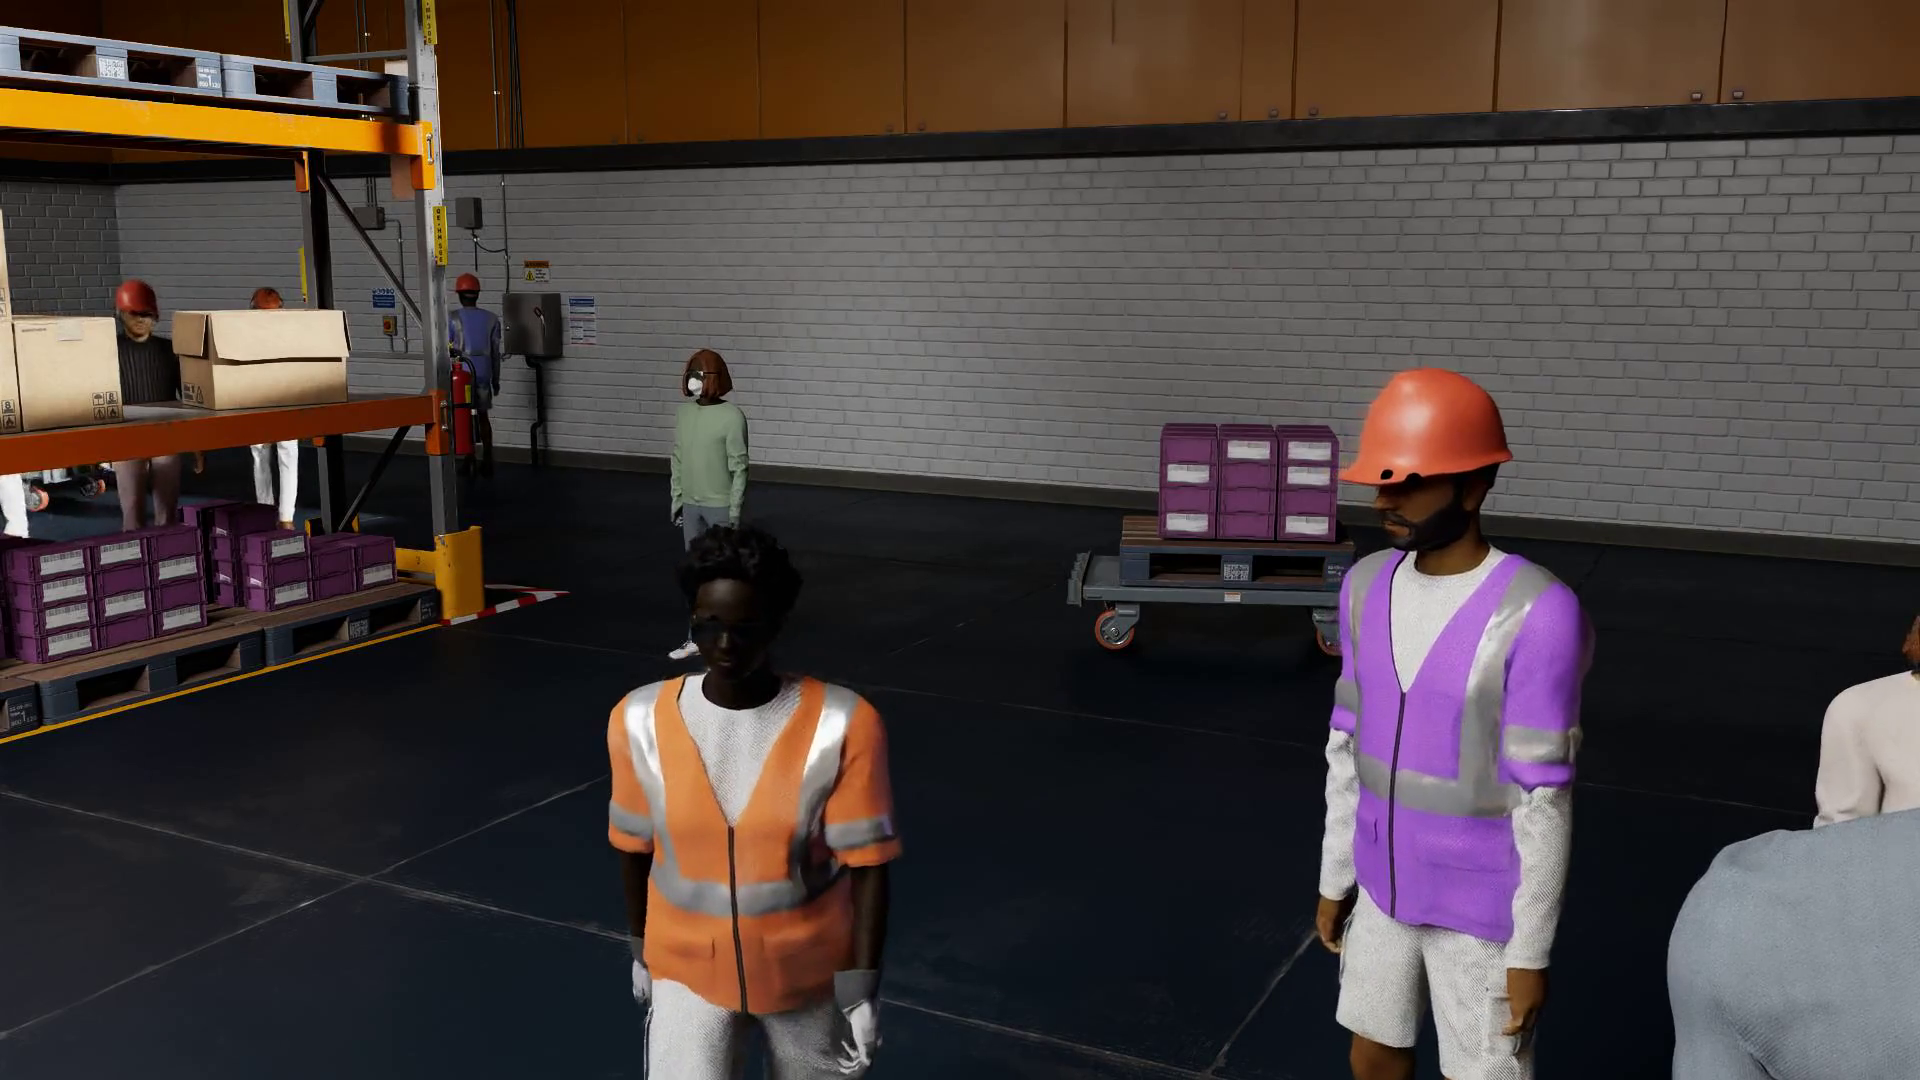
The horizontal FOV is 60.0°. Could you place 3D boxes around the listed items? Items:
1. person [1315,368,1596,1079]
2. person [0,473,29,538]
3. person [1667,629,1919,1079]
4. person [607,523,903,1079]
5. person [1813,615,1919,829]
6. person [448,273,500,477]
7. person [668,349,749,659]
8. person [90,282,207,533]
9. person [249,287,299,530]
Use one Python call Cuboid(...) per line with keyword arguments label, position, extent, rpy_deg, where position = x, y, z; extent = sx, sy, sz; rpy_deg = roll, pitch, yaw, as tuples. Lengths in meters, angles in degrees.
Cuboid(label="person", position=(0.863, 0.648, 3.071), extent=(0.395, 1.927, 0.544), rpy_deg=(-6, 12, -32))
Cuboid(label="person", position=(-7.015, -0.821, 11.891), extent=(0.574, 1.819, 0.622), rpy_deg=(-7, 12, -36))
Cuboid(label="person", position=(0.951, 0.909, 1.526), extent=(0.627, 1.934, 0.372), rpy_deg=(4, 11, 21))
Cuboid(label="person", position=(-0.378, 0.793, 2.969), extent=(0.547, 1.647, 0.841), rpy_deg=(0, 10, 1))
Cuboid(label="person", position=(1.826, 0.797, 3.075), extent=(0.492, 1.626, 0.284), rpy_deg=(3, 10, 18))
Cuboid(label="person", position=(-4.665, -1.567, 15.852), extent=(0.559, 1.930, 0.395), rpy_deg=(-8, 13, -39))
Cuboid(label="person", position=(-1.305, -0.168, 8.621), extent=(0.500, 1.634, 0.286), rpy_deg=(7, 12, 34))
Cuboid(label="person", position=(-4.905, -0.573, 10.068), extent=(0.645, 1.947, 0.926), rpy_deg=(-6, 12, -32))
Cuboid(label="person", position=(-5.277, -0.999, 12.786), extent=(0.606, 1.852, 0.830), rpy_deg=(-4, 11, -23))
